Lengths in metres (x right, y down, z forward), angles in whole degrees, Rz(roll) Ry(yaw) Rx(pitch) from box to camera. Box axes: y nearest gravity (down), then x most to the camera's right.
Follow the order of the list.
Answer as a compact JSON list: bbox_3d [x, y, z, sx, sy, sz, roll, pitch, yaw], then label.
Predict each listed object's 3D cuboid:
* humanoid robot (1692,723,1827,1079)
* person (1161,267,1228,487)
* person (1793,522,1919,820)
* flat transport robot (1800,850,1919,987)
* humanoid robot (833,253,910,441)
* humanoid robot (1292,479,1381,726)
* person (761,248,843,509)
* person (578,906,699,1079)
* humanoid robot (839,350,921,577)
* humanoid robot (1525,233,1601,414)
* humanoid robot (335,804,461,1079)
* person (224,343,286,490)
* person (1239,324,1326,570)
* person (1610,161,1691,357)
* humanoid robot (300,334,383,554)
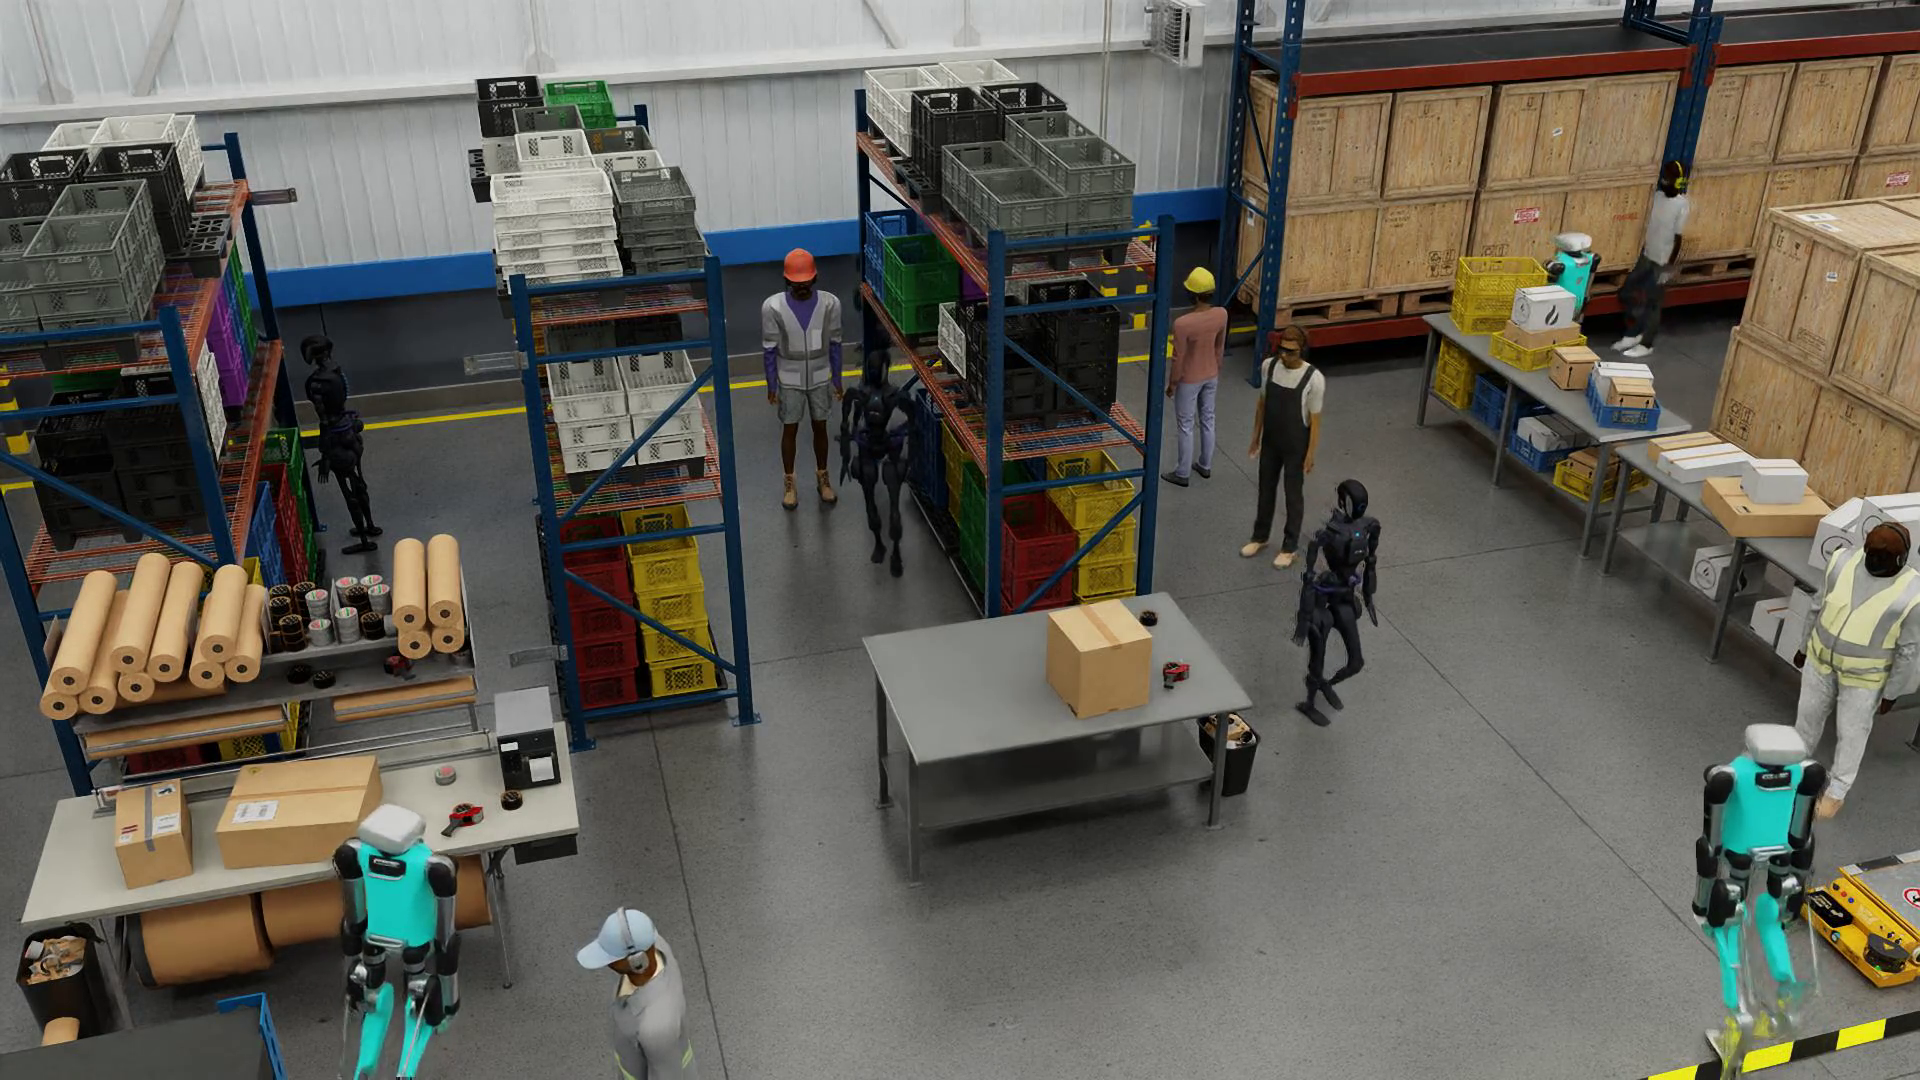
[{"bbox_3d":[3.620,1.794,7.481,0.548,1.871,0.833,-2,29,-4],"label":"humanoid robot"},{"bbox_3d":[1.819,-1.265,12.904,0.524,1.772,0.307,-19,34,-30],"label":"person"},{"bbox_3d":[4.948,0.711,9.250,0.429,1.834,0.631,-16,33,-27],"label":"person"},{"bbox_3d":[5.163,1.916,8.676,1.431,0.231,0.659,-8,30,-14],"label":"flat transport robot"},{"bbox_3d":[-0.685,-1.601,13.661,0.766,1.637,0.586,-5,29,-9],"label":"humanoid robot"},{"bbox_3d":[2.253,0.386,9.993,0.583,1.644,0.334,-15,32,-25],"label":"humanoid robot"},{"bbox_3d":[-1.166,-1.213,12.529,0.605,2.044,0.371,-7,30,-13],"label":"person"},{"bbox_3d":[-1.229,2.172,6.570,0.389,1.849,0.587,-8,30,-15],"label":"person"},{"bbox_3d":[-0.569,-0.542,11.687,0.595,1.643,0.537,3,29,6],"label":"humanoid robot"},{"bbox_3d":[4.831,-1.732,13.781,0.545,1.761,0.913,-14,32,-24],"label":"humanoid robot"},{"bbox_3d":[-2.422,2.065,6.931,0.564,1.792,0.921,6,29,11],"label":"humanoid robot"},{"bbox_3d":[-5.198,-0.892,12.150,0.545,1.850,0.373,1,29,1],"label":"person"},{"bbox_3d":[2.292,-0.666,11.745,0.503,1.842,0.342,25,37,37],"label":"person"},{"bbox_3d":[6.268,-2.532,15.115,0.505,1.857,0.545,-7,30,-13],"label":"person"},{"bbox_3d":[-4.467,-0.700,11.955,0.315,1.659,0.599,-2,29,-3],"label":"humanoid robot"}]
